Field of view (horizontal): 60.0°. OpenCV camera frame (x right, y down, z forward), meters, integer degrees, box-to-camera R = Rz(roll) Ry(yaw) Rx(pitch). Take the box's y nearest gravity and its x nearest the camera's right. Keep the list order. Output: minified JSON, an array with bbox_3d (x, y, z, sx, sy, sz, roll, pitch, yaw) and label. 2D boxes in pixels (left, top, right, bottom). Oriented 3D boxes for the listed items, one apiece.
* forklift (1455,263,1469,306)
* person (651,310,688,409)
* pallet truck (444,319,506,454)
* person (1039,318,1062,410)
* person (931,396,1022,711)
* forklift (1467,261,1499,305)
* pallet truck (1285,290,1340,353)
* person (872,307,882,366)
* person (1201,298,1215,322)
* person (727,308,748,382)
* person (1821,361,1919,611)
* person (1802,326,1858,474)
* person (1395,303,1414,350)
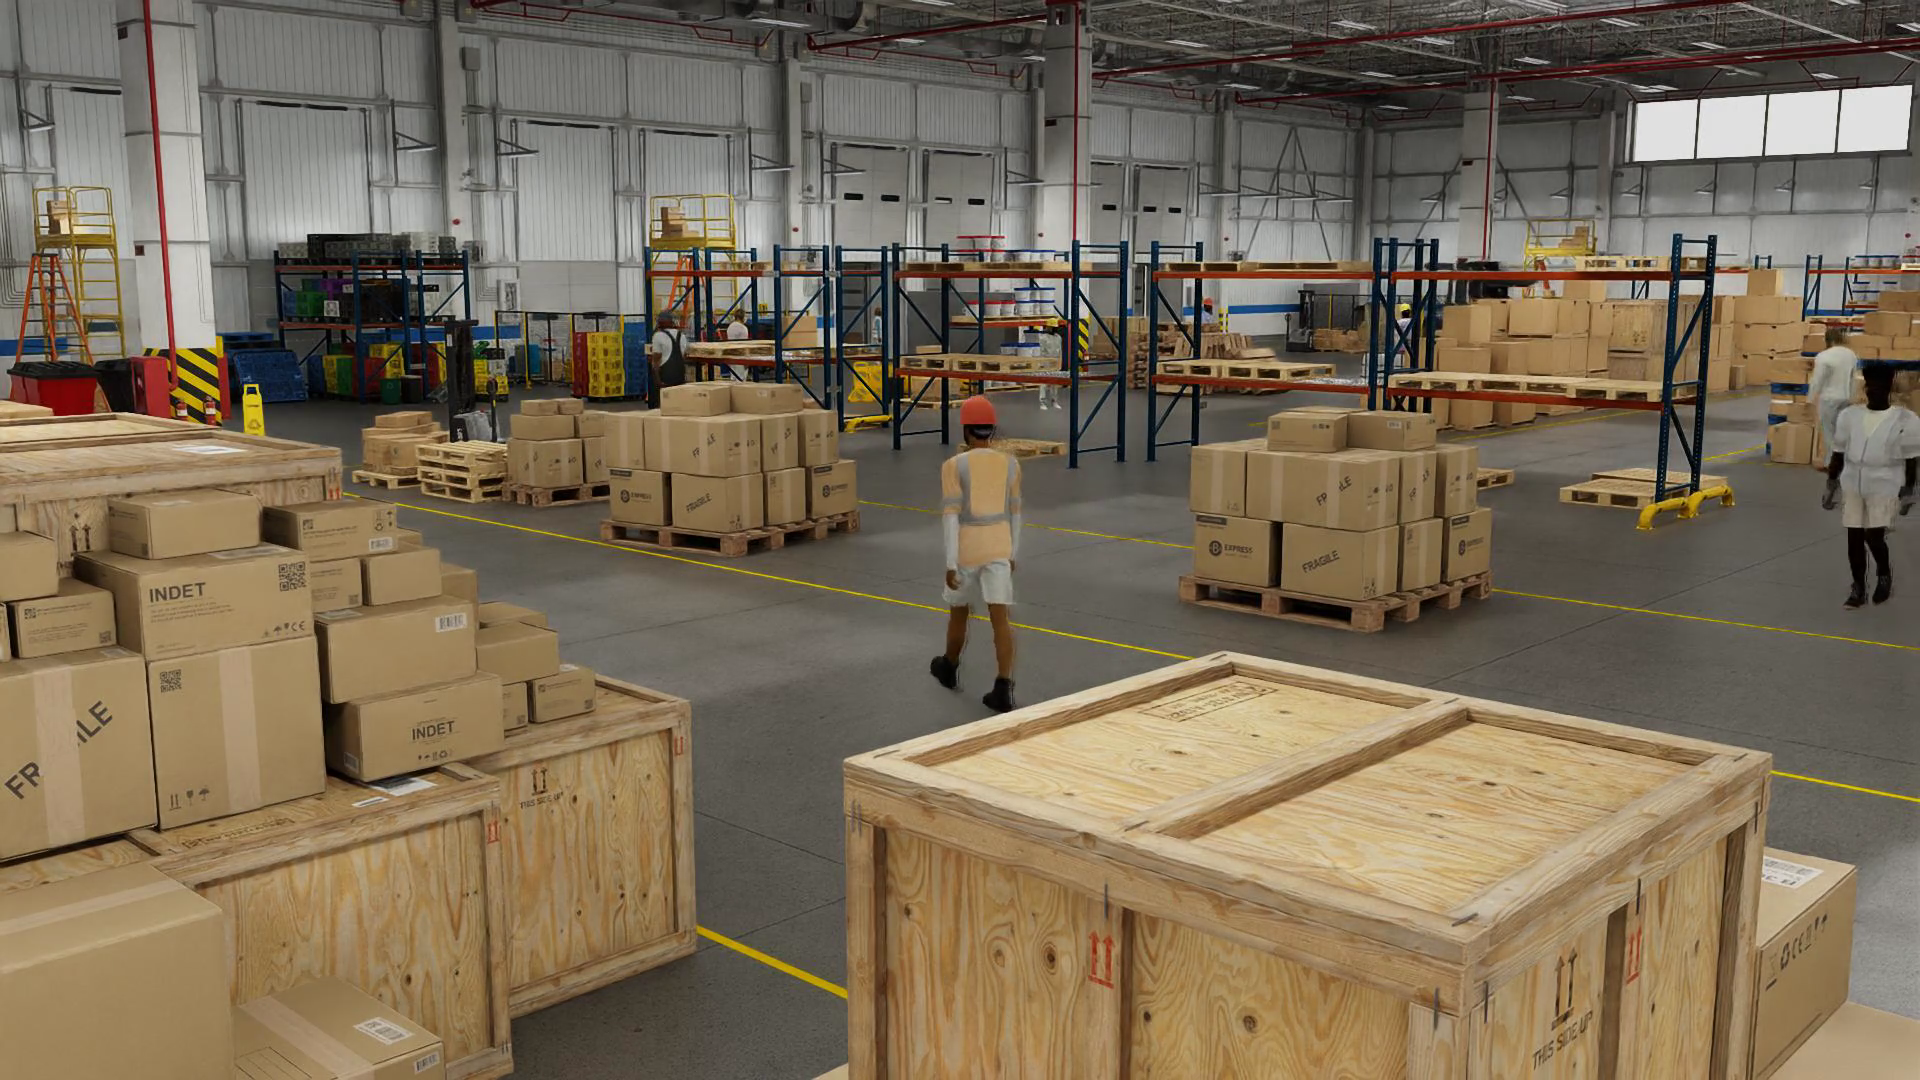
[{"bbox_3d":[14.052,-6.377,46.644,1.873,2.768,1.129,3,10,17],"label":"forklift"},{"bbox_3d":[-4.688,-2.655,26.393,0.899,2.000,0.702,8,12,40],"label":"person"},{"bbox_3d":[-6.981,-1.942,22.150,1.885,1.965,0.823,1,9,9],"label":"pallet truck"},{"bbox_3d":[1.733,-3.328,31.458,0.488,1.736,0.321,-5,11,-30],"label":"person"},{"bbox_3d":[0.111,0.061,10.231,0.564,1.879,1.010,-4,10,-23],"label":"person"},{"bbox_3d":[12.076,-5.067,38.609,1.873,2.768,1.129,9,13,43],"label":"forklift"},{"bbox_3d":[11.297,-6.951,52.861,1.885,1.965,0.823,-5,11,-29],"label":"pallet truck"},{"bbox_3d":[-2.187,-5.398,44.475,0.315,1.633,0.521,-1,9,-5],"label":"person"},{"bbox_3d":[6.150,-5.051,41.409,0.371,1.931,0.551,4,10,21],"label":"person"},{"bbox_3d":[-4.128,-3.353,31.019,0.365,1.931,0.631,-6,11,-34],"label":"person"},{"bbox_3d":[7.038,-0.410,12.893,0.415,1.947,0.613,-7,12,-36],"label":"person"},{"bbox_3d":[11.290,-1.809,21.593,0.625,1.916,0.492,-5,10,-26],"label":"person"},{"bbox_3d":[9.524,-4.093,35.585,0.586,1.917,0.381,-4,10,-25],"label":"person"}]
